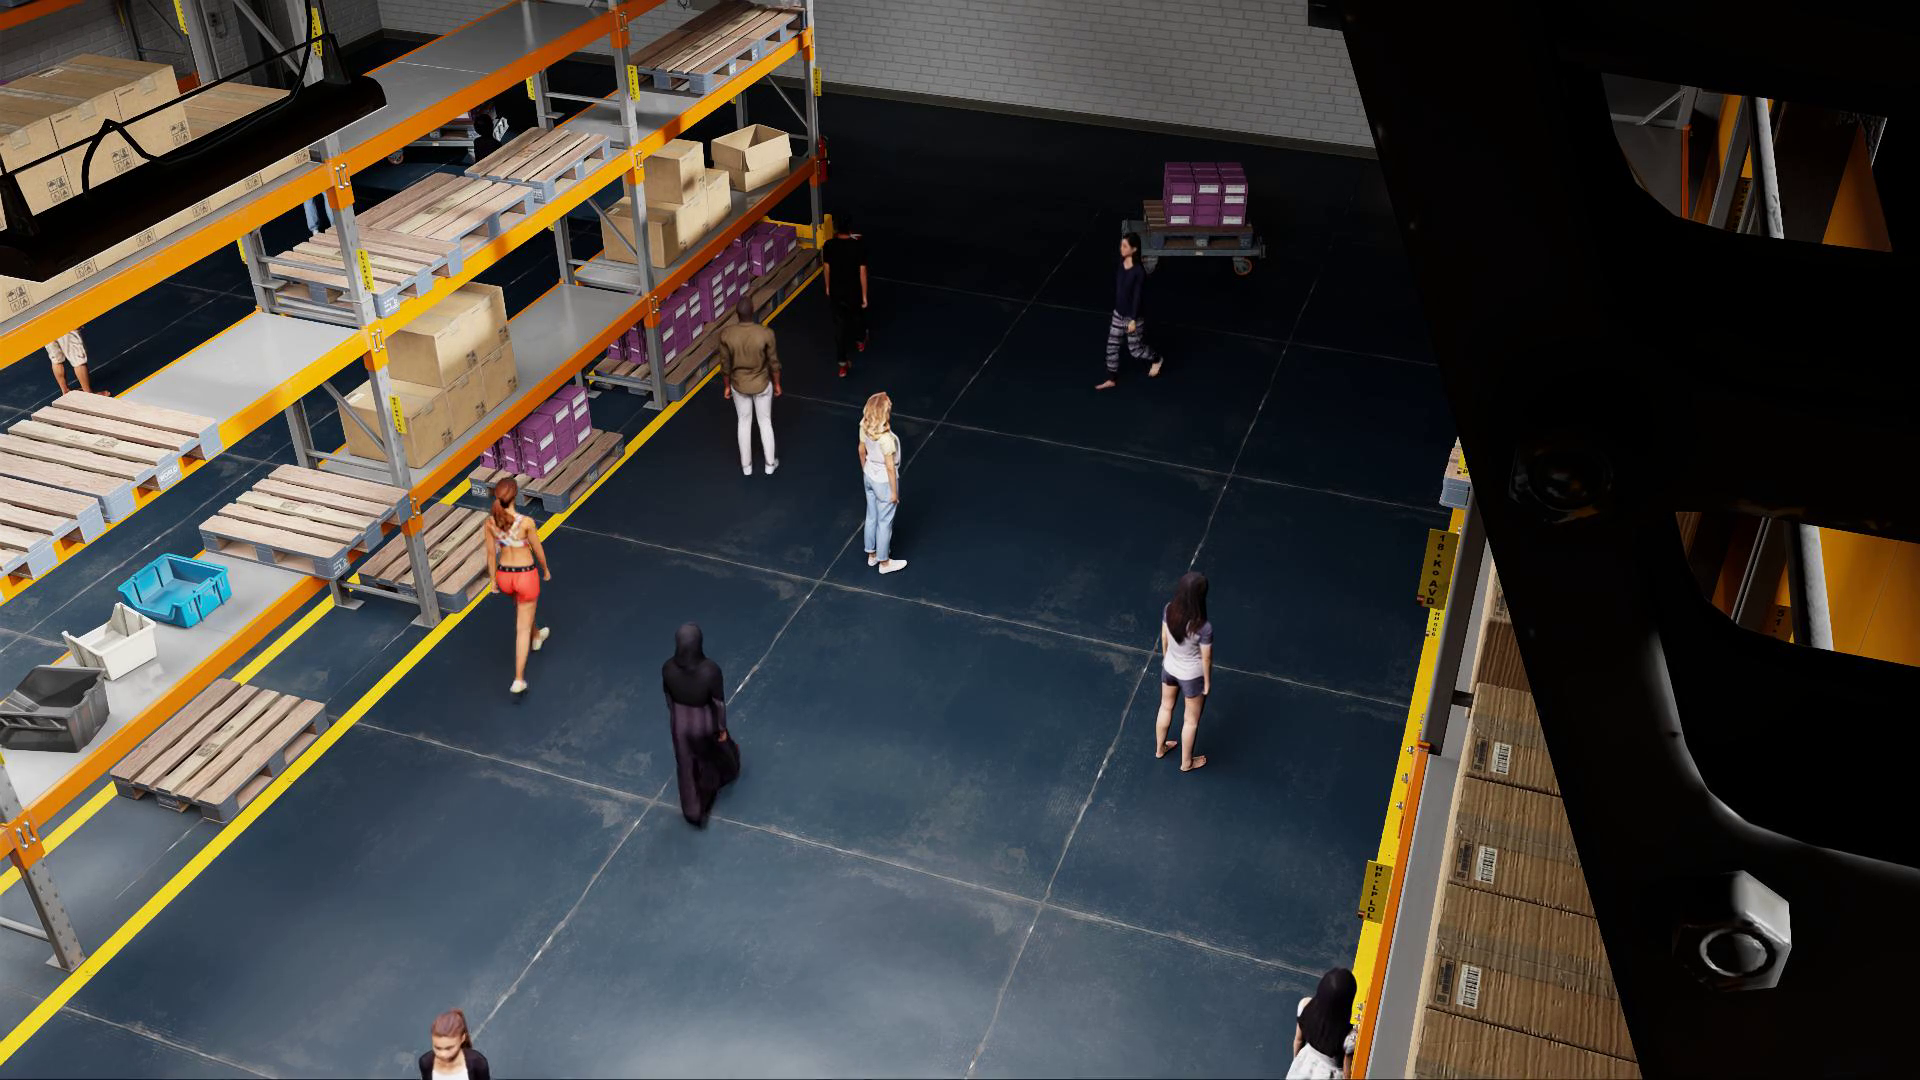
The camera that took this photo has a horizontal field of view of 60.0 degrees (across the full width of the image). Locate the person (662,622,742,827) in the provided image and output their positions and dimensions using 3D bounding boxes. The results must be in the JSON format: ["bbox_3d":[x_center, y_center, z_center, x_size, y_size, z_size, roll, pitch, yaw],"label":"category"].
[{"bbox_3d":[-1.890,1.314,11.691,0.796,1.611,1.073,2,34,4],"label":"person"}]

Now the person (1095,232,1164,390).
[{"bbox_3d":[1.807,-2.351,17.117,1.105,1.707,0.977,-19,38,-27],"label":"person"}]

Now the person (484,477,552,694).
[{"bbox_3d":[-3.459,0.384,12.962,0.763,1.752,1.198,3,34,4],"label":"person"}]

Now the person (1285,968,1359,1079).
[{"bbox_3d":[1.953,2.988,9.029,0.799,1.769,0.775,-25,41,-32],"label":"person"}]

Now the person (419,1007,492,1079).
[{"bbox_3d":[-2.703,3.086,9.079,0.672,1.550,0.732,-2,34,-3],"label":"person"}]

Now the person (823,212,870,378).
[{"bbox_3d":[-1.204,-2.529,17.374,0.808,1.719,1.150,4,34,7],"label":"person"}]

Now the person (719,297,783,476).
[{"bbox_3d":[-1.963,-1.447,15.651,0.800,1.825,0.731,-1,34,-2],"label":"person"}]

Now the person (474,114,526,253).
[{"bbox_3d":[-5.614,-4.306,20.063,0.578,1.702,0.557,8,34,12],"label":"person"}]

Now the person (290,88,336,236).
[{"bbox_3d":[-7.959,-4.631,20.405,0.752,1.866,0.714,-2,34,-3],"label":"person"}]

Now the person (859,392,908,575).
[{"bbox_3d":[-0.688,-0.500,14.320,0.719,1.722,0.710,-23,40,-31],"label":"person"}]

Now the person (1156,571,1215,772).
[{"bbox_3d":[1.644,0.941,12.166,0.660,1.706,0.670,-28,43,-36],"label":"person"}]
